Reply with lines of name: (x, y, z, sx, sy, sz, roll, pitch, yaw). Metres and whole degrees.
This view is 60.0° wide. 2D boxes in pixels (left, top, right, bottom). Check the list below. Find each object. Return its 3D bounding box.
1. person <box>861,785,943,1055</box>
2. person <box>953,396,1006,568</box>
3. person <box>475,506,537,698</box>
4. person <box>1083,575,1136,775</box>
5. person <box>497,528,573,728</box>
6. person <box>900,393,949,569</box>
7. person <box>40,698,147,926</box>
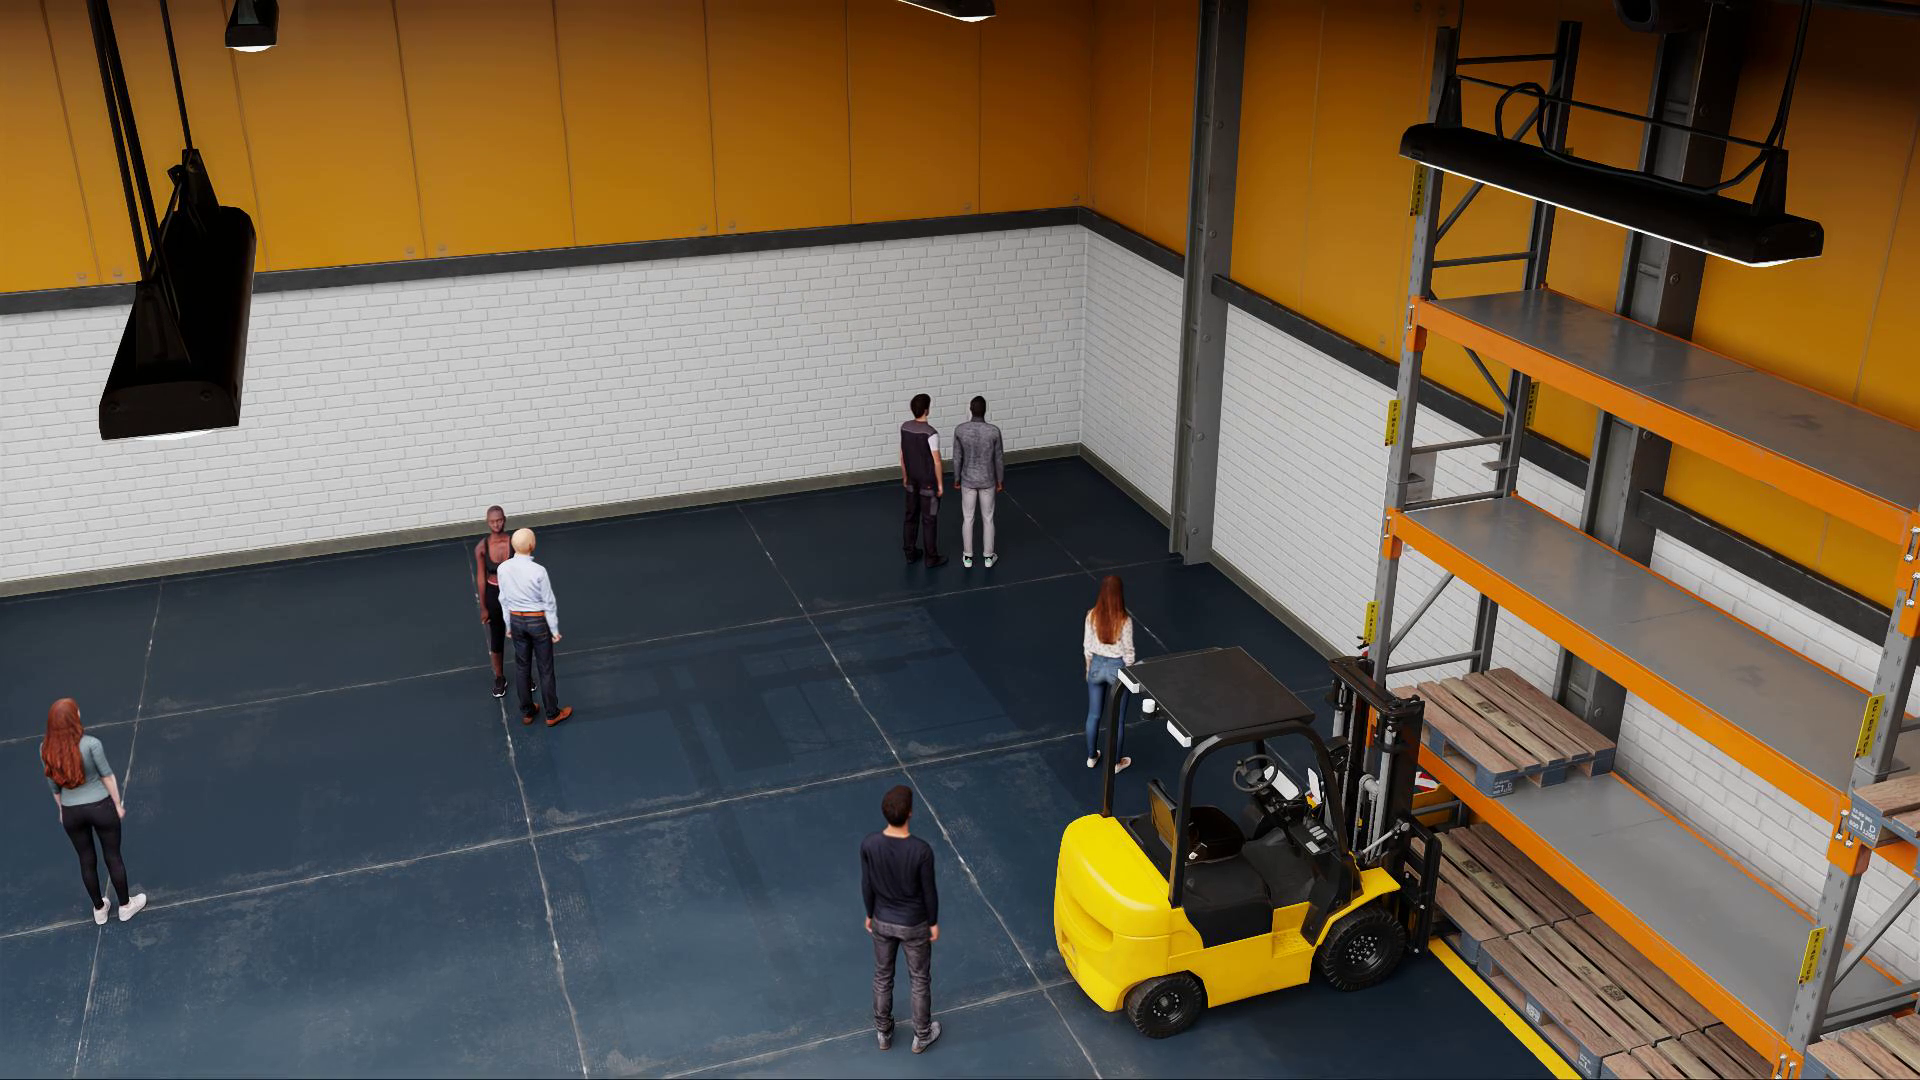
person: (-0.365, 2.350, 10.274, 0.713, 1.871, 0.729, 5, 24, 12)
person: (0.187, -0.603, 17.069, 0.756, 1.839, 0.715, 2, 24, 5)
person: (-3.991, 0.514, 14.615, 0.586, 1.758, 0.504, -9, 25, -19)
person: (1.199, 1.069, 13.383, 0.644, 1.729, 0.705, 11, 26, 23)
person: (-3.625, 0.735, 14.070, 0.737, 1.791, 0.748, 5, 24, 11)
person: (-0.395, -0.613, 17.083, 0.700, 1.848, 0.803, 17, 29, 33)
person: (-6.029, 1.879, 11.512, 0.621, 1.743, 0.608, -3, 24, -7)
